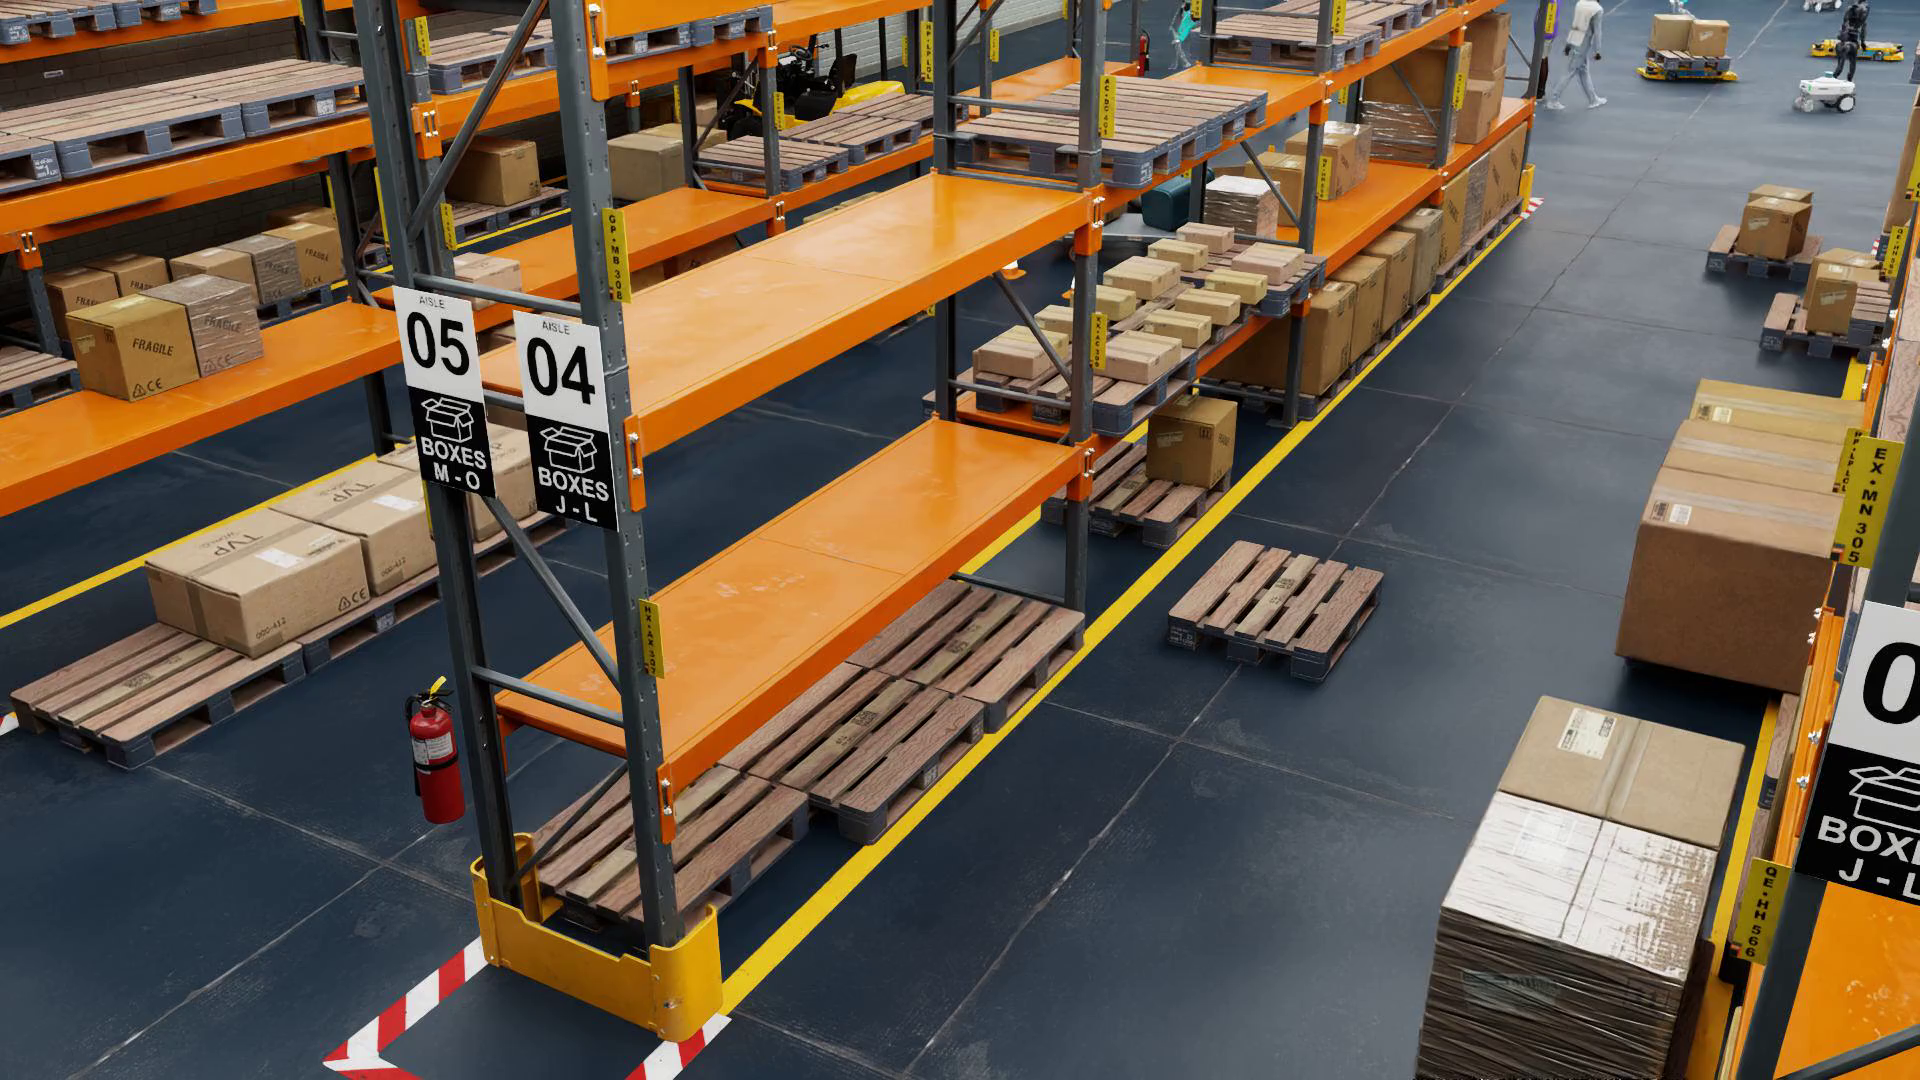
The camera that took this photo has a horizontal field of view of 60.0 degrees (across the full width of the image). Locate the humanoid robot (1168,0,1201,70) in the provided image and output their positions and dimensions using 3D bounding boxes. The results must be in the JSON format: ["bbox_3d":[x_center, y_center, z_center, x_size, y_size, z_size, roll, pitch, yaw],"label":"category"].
[{"bbox_3d":[3.703,-8.768,27.974,0.791,1.868,0.542,-14,29,-26],"label":"humanoid robot"}]

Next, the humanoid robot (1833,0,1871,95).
[{"bbox_3d":[13.824,-7.762,25.851,0.601,1.640,0.396,-13,29,-25],"label":"humanoid robot"}]

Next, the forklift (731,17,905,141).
[{"bbox_3d":[-1.819,-5.975,21.543,2.313,2.155,1.214,14,29,26],"label":"forklift"}]

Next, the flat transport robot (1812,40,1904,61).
[{"bbox_3d":[15.783,-8.612,29.236,1.431,0.231,0.659,11,28,21],"label":"flat transport robot"}]

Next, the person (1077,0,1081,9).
[{"bbox_3d":[2.347,-9.508,29.194,0.648,1.920,0.445,2,26,4],"label":"person"}]

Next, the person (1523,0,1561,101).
[{"bbox_3d":[8.962,-7.752,25.510,0.371,1.957,0.593,14,29,27],"label":"person"}]

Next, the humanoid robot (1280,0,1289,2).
[{"bbox_3d":[7.024,-11.970,34.564,1.035,1.758,0.545,-7,27,-14],"label":"humanoid robot"}]

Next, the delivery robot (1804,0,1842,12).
[{"bbox_3d":[17.774,-11.199,34.255,0.747,0.570,0.499,-16,30,-29],"label":"delivery robot"}]

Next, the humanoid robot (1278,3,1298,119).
[{"bbox_3d":[4.728,-6.976,24.211,0.601,1.637,0.396,18,31,32],"label":"humanoid robot"}]

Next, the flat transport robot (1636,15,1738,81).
[{"bbox_3d":[11.981,-7.741,27.426,1.431,0.231,0.659,2,26,5],"label":"flat transport robot"}]

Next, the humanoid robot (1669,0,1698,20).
[{"bbox_3d":[13.841,-10.561,31.587,1.017,1.735,0.531,1,26,1],"label":"humanoid robot"}]

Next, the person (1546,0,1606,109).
[{"bbox_3d":[9.333,-7.390,24.872,0.995,1.844,0.601,-3,26,-7],"label":"person"}]

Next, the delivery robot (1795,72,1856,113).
[{"bbox_3d":[13.012,-6.721,24.970,0.784,0.589,0.499,0,26,0],"label":"delivery robot"}]
